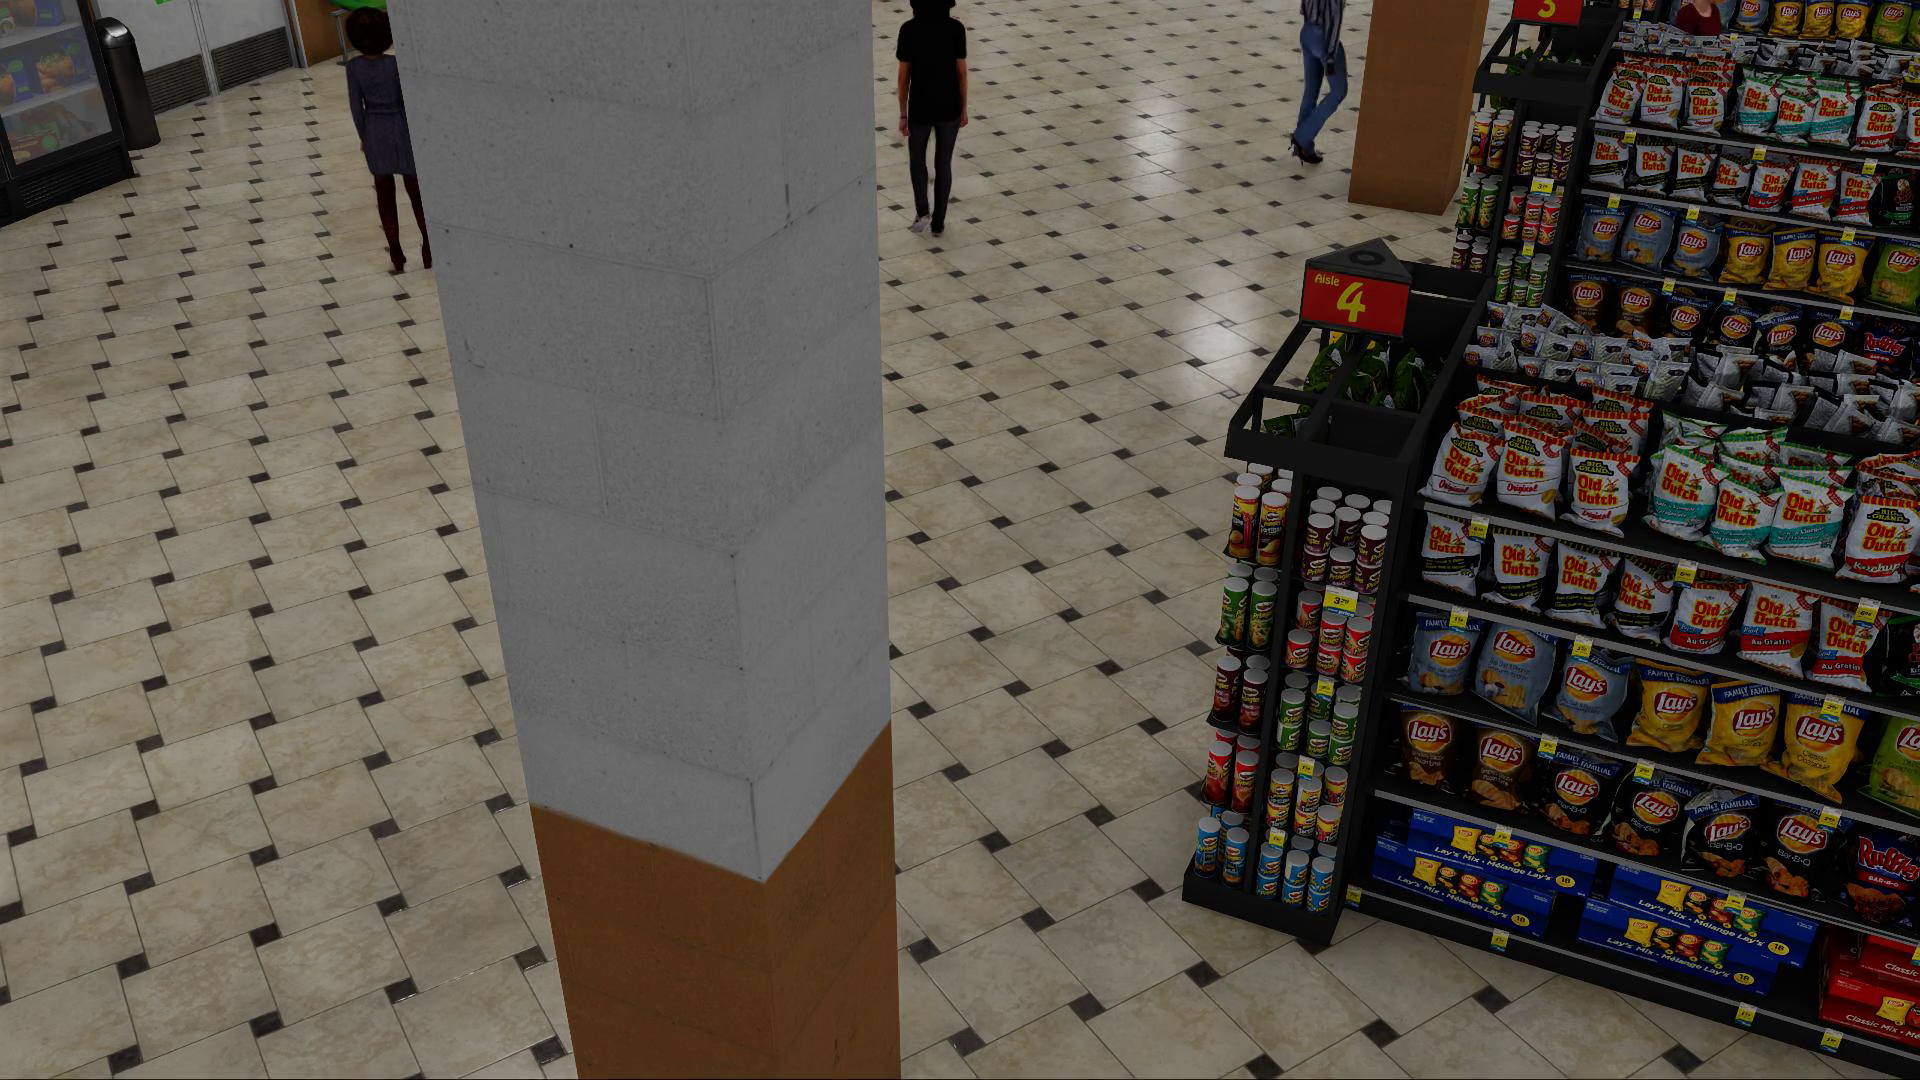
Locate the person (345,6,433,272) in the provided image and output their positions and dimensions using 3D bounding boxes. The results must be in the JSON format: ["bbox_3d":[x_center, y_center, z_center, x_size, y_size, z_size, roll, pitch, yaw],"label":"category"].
[{"bbox_3d":[-3.713,-2.600,10.855,0.598,1.710,0.714,-2,32,-3],"label":"person"}]

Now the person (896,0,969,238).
[{"bbox_3d":[-0.171,-2.897,11.229,0.783,1.818,0.851,-2,32,-3],"label":"person"}]

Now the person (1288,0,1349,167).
[{"bbox_3d":[2.639,-3.668,12.499,0.833,1.786,0.769,-12,34,-18],"label":"person"}]

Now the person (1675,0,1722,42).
[{"bbox_3d":[5.210,-3.263,11.931,0.681,1.698,0.657,-23,39,-32],"label":"person"}]
